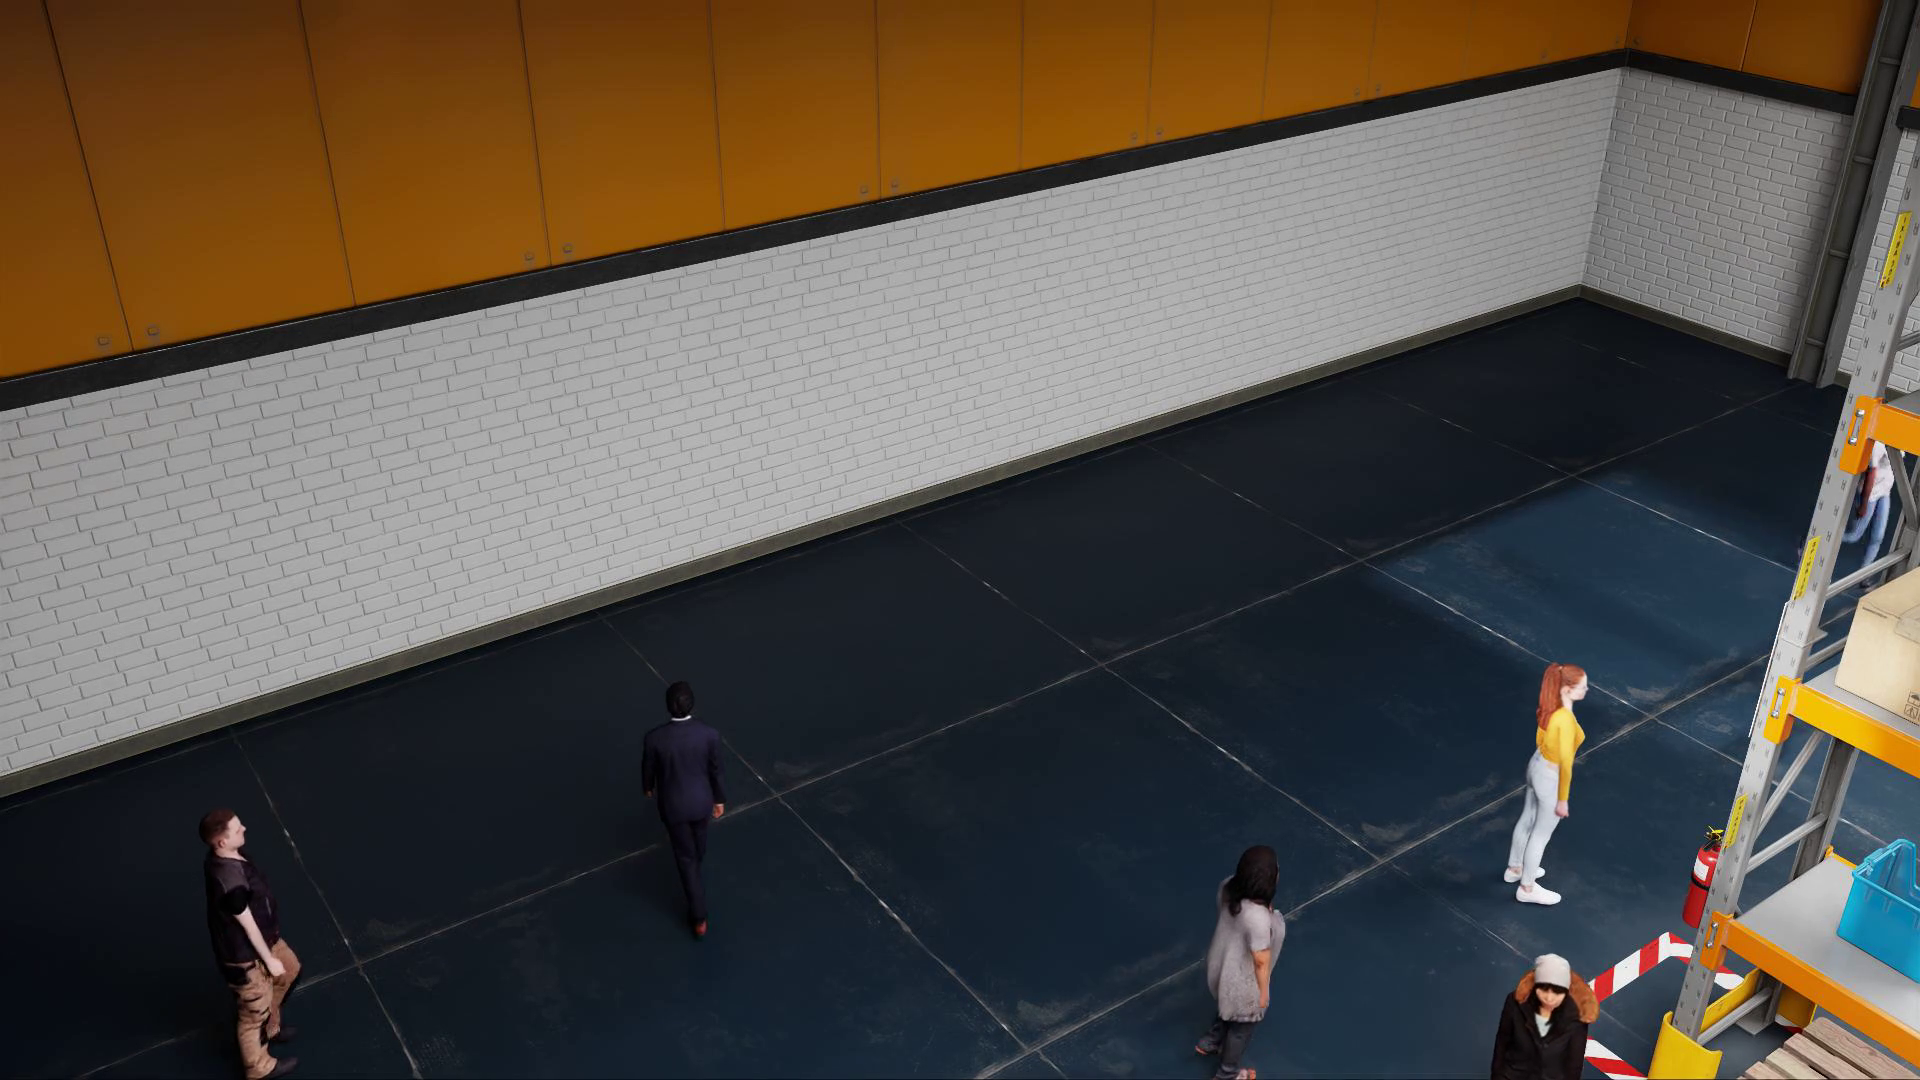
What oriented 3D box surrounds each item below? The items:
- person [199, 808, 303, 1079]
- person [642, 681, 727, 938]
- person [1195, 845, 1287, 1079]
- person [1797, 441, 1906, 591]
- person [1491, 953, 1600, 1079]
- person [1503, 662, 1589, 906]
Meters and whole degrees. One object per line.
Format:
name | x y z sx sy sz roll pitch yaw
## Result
person | -4.040 2.274 9.200 0.777 1.827 0.640 -13 31 -23
person | -1.695 1.712 10.381 0.859 1.682 1.173 -10 30 -17
person | 1.487 2.387 9.239 0.775 1.592 0.675 -9 30 -16
person | 7.700 -0.385 14.204 0.599 1.704 0.981 -18 33 -29
person | 2.960 2.733 8.582 0.976 1.614 0.969 10 30 18
person | 3.756 1.537 10.633 0.734 1.749 0.641 -1 29 -2
